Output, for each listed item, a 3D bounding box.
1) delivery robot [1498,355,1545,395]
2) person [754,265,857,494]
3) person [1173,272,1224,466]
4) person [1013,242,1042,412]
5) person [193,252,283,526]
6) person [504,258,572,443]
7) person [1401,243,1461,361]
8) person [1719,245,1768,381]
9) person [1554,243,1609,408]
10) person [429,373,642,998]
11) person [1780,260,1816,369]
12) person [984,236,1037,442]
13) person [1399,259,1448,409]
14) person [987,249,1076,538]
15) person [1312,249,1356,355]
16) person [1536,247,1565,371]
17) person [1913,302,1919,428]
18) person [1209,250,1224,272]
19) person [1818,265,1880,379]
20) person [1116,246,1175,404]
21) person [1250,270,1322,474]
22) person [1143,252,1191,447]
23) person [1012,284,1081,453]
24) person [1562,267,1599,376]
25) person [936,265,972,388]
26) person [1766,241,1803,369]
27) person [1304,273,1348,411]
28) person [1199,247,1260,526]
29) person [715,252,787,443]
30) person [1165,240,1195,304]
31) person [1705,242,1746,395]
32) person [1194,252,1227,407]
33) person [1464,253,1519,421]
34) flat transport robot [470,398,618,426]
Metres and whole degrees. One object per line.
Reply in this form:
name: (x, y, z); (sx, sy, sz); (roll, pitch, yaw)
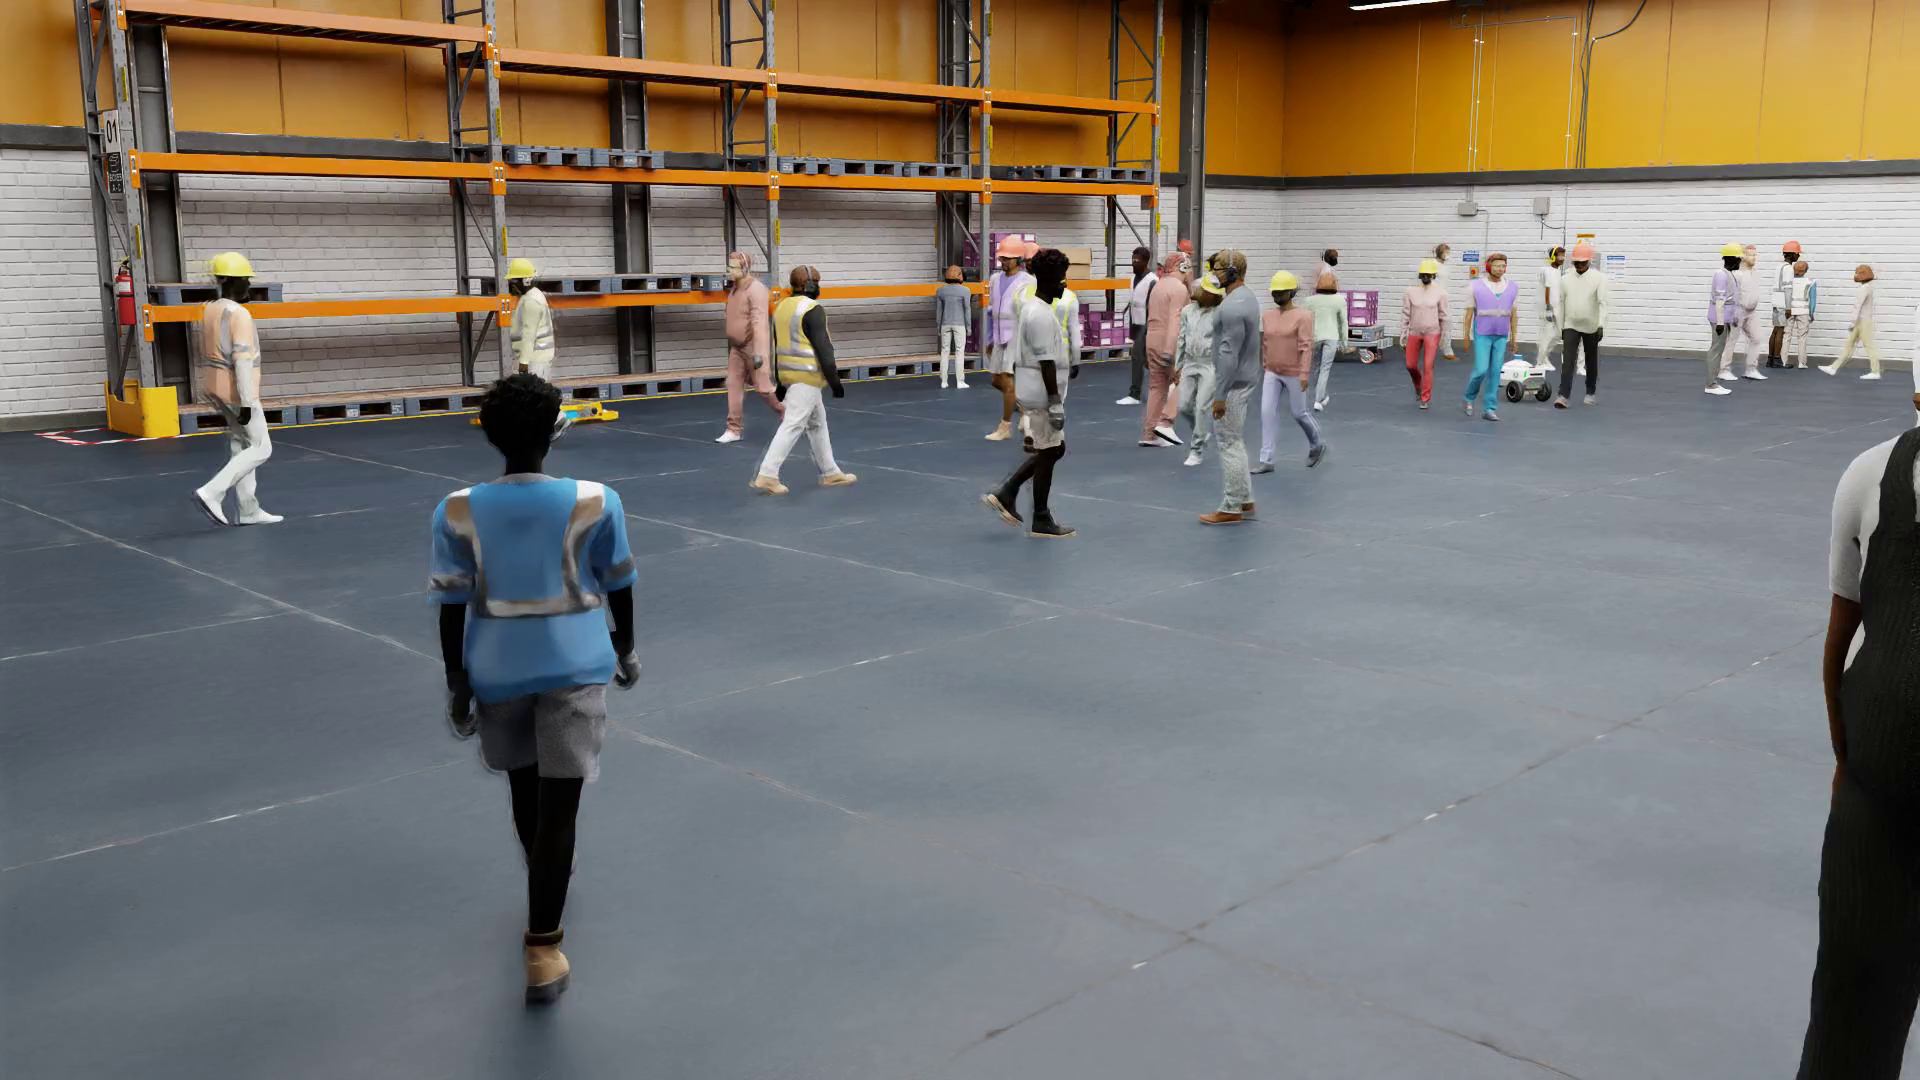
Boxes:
delivery robot: (6.838, -2.028, 20.403); (0.477, 0.478, 0.707); (-4, 11, -20)
person: (-1.257, -1.266, 13.141); (0.967, 1.799, 0.636); (-6, 12, -28)
person: (2.156, -1.515, 14.686); (0.520, 1.713, 0.480); (7, 12, 33)
person: (0.826, -2.425, 19.049); (0.542, 1.938, 0.358); (5, 11, 24)
person: (-5.026, -1.018, 11.449); (0.589, 1.911, 0.559); (9, 14, 41)
person: (-3.995, -1.732, 15.616); (0.517, 1.810, 0.603); (-4, 11, -20)
person: (7.657, -3.850, 26.955); (0.615, 1.910, 0.963); (-10, 14, -43)
person: (10.935, -3.134, 23.077); (0.664, 1.881, 0.753); (-6, 12, -29)
person: (7.349, -2.522, 19.634); (0.619, 1.938, 1.068); (8, 13, 37)
person: (-1.166, 0.358, 4.648); (0.533, 1.643, 0.888); (0, 10, 0)
person: (12.693, -3.413, 25.248); (0.514, 1.641, 0.315); (7, 13, 34)
person: (0.537, -1.978, 16.422); (0.686, 2.014, 0.651); (-9, 14, -41)
person: (5.453, -2.420, 19.530); (0.535, 1.749, 0.529); (5, 11, 25)
person: (0.506, -0.960, 11.068); (0.482, 1.937, 0.609); (0, 10, 1)
person: (6.196, -3.995, 28.037); (0.929, 1.781, 0.640); (0, 10, 0)
person: (8.871, -3.457, 24.924); (0.526, 1.854, 0.417); (-10, 14, -43)
person: (7.110, -1.102, 11.988); (0.576, 1.882, 0.355); (-3, 11, -18)
person: (4.181, -3.768, 26.766); (0.529, 1.804, 0.829); (-4, 11, -20)
person: (12.650, -3.078, 23.516); (0.845, 1.587, 0.525); (7, 13, 34)
person: (2.295, -2.577, 20.014); (0.813, 1.898, 0.606); (-3, 11, -17)
person: (2.840, -1.443, 14.259); (0.819, 1.732, 0.533); (-10, 14, -43)
person: (1.971, -1.825, 15.982); (0.567, 1.863, 0.659); (-4, 11, -22)
person: (0.787, -1.646, 15.103); (0.645, 1.824, 0.455); (3, 11, 18)
person: (8.952, -3.301, 24.023); (0.537, 1.865, 0.312); (0, 10, 1)
person: (-0.086, -2.821, 22.066); (0.500, 1.628, 0.277); (4, 11, 23)
person: (12.599, -3.585, 25.375); (0.375, 1.935, 0.551); (2, 11, 10)
person: (4.255, -2.314, 19.388); (0.516, 1.585, 0.880); (5, 11, 25)
person: (1.900, -1.060, 11.604); (0.373, 1.937, 0.639); (3, 11, 16)
person: (-2.004, -1.891, 16.338); (0.850, 1.873, 0.648); (-8, 13, -37)
person: (3.808, -4.285, 29.203); (0.688, 1.945, 0.406); (9, 14, 41)
person: (9.764, -2.824, 21.249); (0.387, 1.927, 0.589); (6, 12, 31)
person: (2.956, -2.474, 19.618); (0.521, 1.837, 0.911); (4, 11, 19)
person: (5.803, -2.214, 18.183); (0.561, 1.834, 0.433); (-2, 11, -8)
flat transport robot: (-4.434, -1.357, 17.774); (0.652, 0.197, 1.431); (9, 14, 41)
